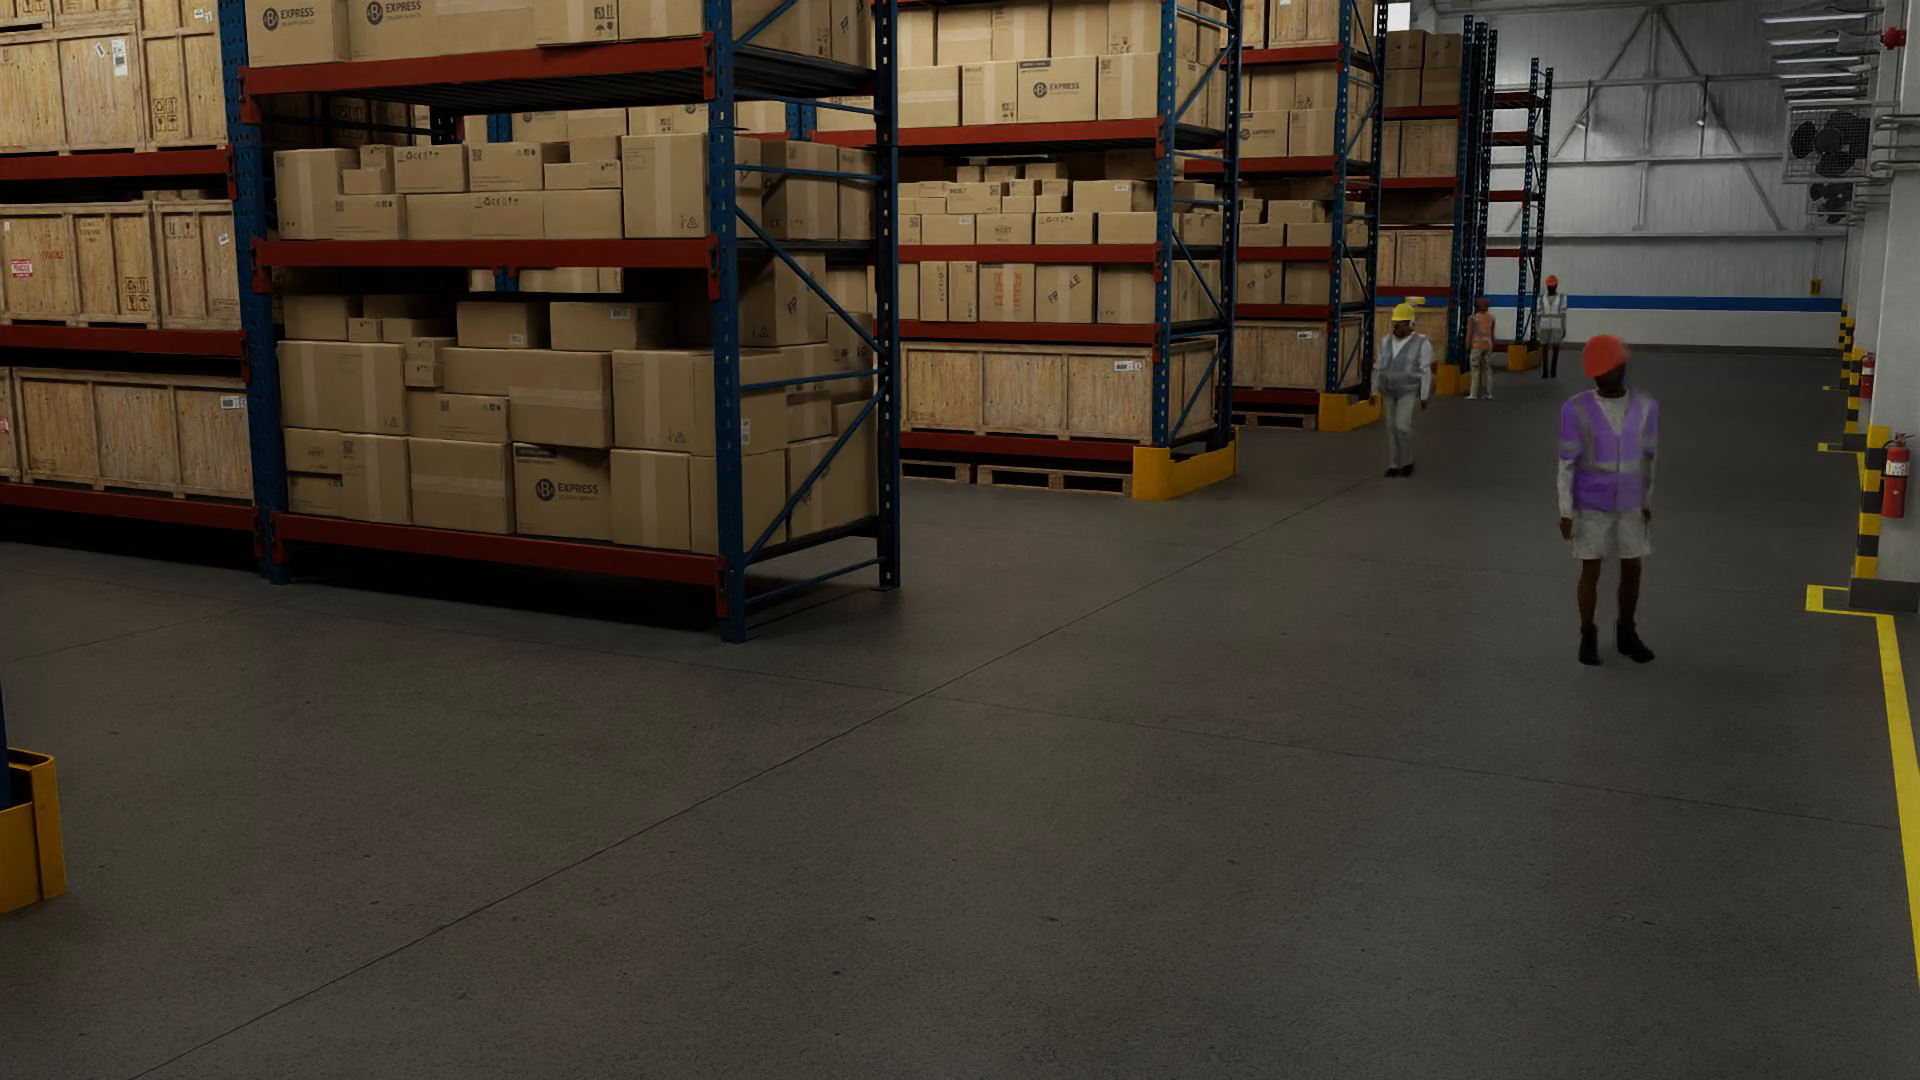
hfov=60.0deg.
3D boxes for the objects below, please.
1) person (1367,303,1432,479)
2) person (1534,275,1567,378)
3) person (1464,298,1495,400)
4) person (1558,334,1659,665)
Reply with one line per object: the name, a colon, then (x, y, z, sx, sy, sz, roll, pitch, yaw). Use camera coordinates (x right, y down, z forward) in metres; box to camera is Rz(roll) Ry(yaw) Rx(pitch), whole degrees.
person: (4.529, -1.528, 17.183, 0.442, 1.817, 0.610, -9, 13, -41)
person: (10.946, -3.945, 30.867, 0.566, 1.915, 0.569, 4, 11, 23)
person: (8.276, -3.033, 26.454, 0.522, 1.627, 0.332, -3, 10, -17)
person: (3.624, -0.211, 9.327, 0.575, 1.889, 0.505, 0, 10, 2)
